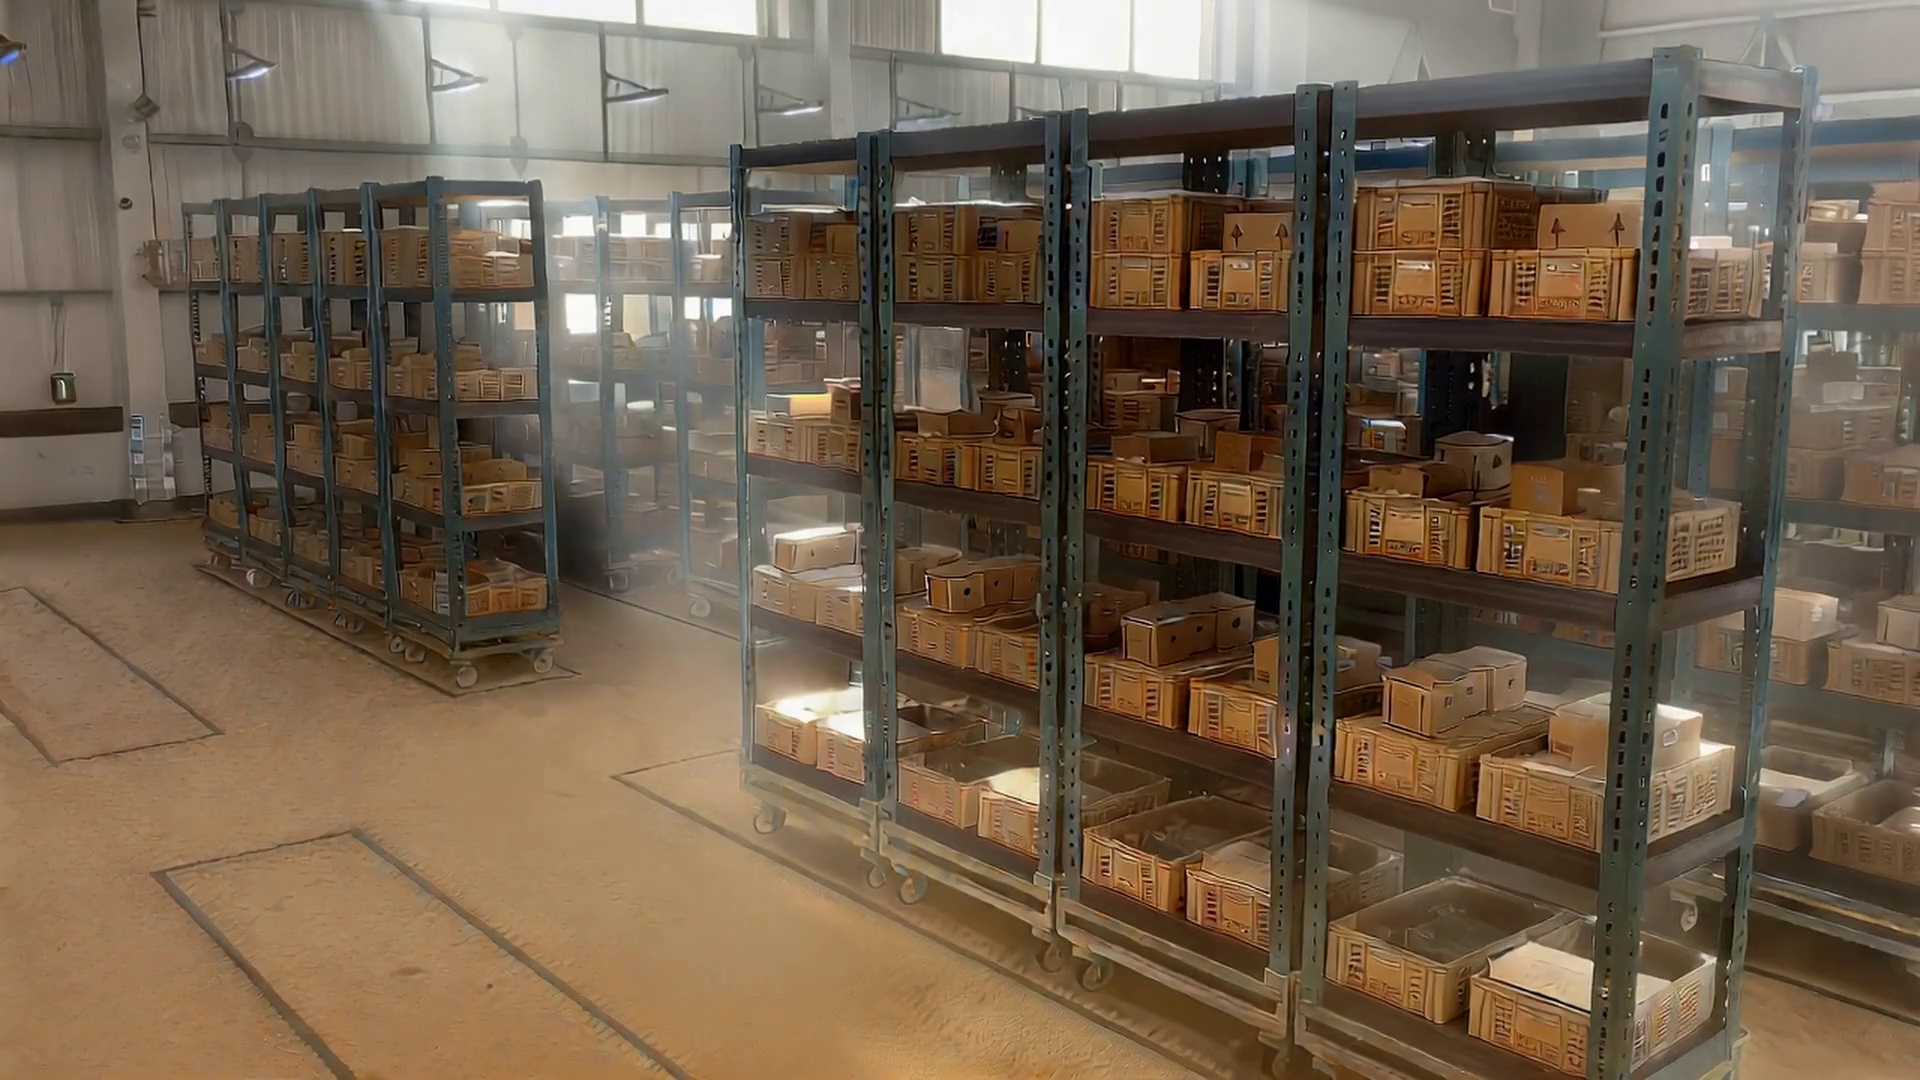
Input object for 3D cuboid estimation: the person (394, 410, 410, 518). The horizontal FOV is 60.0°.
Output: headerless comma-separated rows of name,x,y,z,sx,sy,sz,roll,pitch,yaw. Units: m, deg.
person,-6.666,-1.181,19.805,0.390,1.848,0.563,-2,10,-13
